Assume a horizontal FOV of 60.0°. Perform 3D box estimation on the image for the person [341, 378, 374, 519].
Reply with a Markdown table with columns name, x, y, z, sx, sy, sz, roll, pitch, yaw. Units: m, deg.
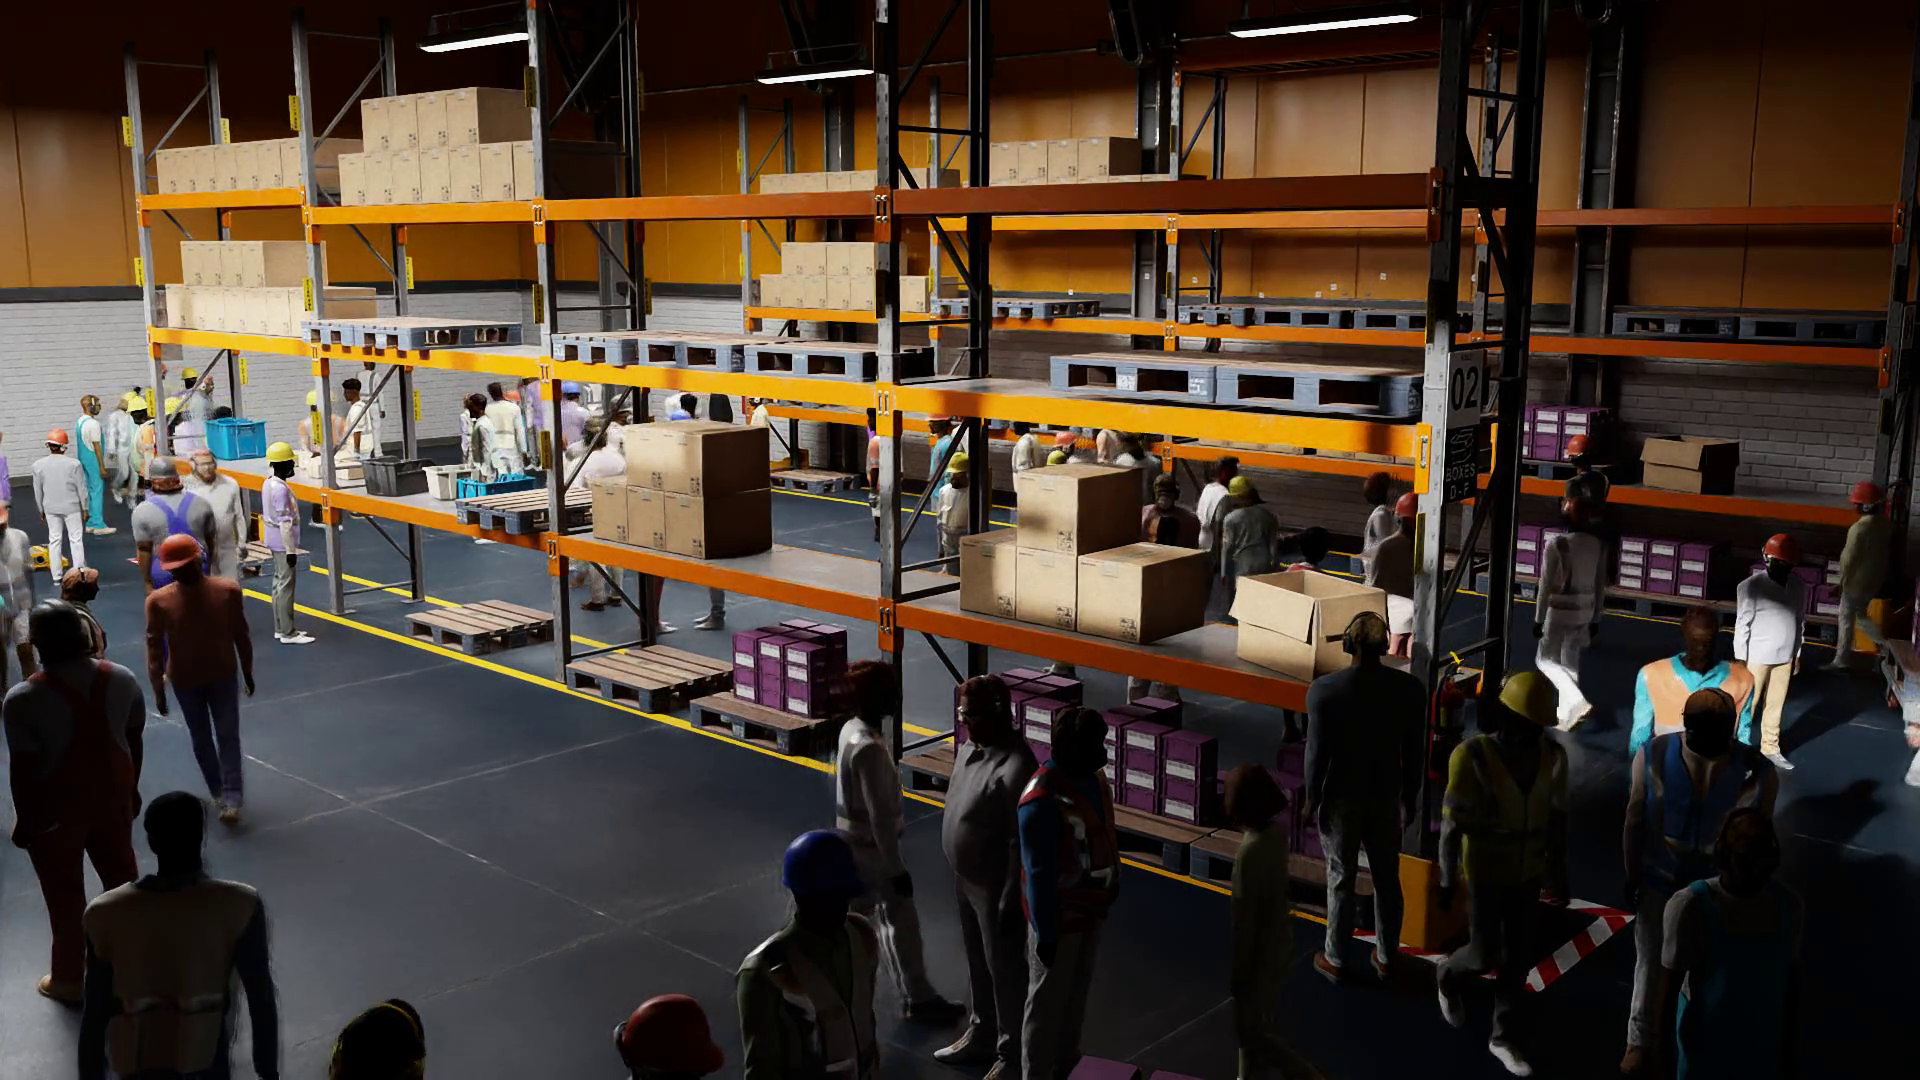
| name | x | y | z | sx | sy | sz | roll | pitch | yaw |
| --- | --- | --- | --- | --- | --- | --- | --- | --- | --- |
| person | -8.364 | -1.276 | 23.156 | 0.374 | 1.958 | 0.599 | -3 | 10 | -15 |

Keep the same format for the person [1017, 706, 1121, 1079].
| name | x | y | z | sx | sy | sz | roll | pitch | yaw |
| --- | --- | --- | --- | --- | --- | --- | --- | --- | --- |
| person | 0.477 | 1.608 | 7.201 | 0.431 | 1.835 | 0.622 | 5 | 11 | 27 |

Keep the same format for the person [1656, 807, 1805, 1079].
| name | x | y | z | sx | sy | sz | roll | pitch | yaw |
| --- | --- | --- | --- | --- | --- | --- | --- | --- | --- |
| person | 2.739 | 1.829 | 5.942 | 0.511 | 1.842 | 0.354 | -1 | 10 | -5 |

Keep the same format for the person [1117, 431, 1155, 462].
| name | x | y | z | sx | sy | sz | roll | pitch | yaw |
| --- | --- | --- | --- | --- | --- | --- | --- | --- | --- |
| person | 1.883 | -0.381 | 18.424 | 0.534 | 1.839 | 0.809 | -5 | 11 | -24 |

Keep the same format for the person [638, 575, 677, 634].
| name | x | y | z | sx | sy | sz | roll | pitch | yaw |
| --- | --- | --- | --- | --- | --- | --- | --- | --- | --- |
| person | -3.002 | -0.023 | 16.210 | 0.401 | 1.908 | 0.597 | -6 | 11 | -29 |

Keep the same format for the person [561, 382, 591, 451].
| name | x | y | z | sx | sy | sz | roll | pitch | yaw |
| --- | --- | --- | --- | --- | --- | --- | --- | --- | --- |
| person | -5.276 | -1.236 | 23.100 | 0.650 | 1.883 | 1.007 | 5 | 11 | 25 |

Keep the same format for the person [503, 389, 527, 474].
| name | x | y | z | sx | sy | sz | roll | pitch | yaw |
| --- | --- | --- | --- | --- | --- | --- | --- | --- | --- |
| person | -6.408 | -1.283 | 23.795 | 0.577 | 1.738 | 0.354 | 6 | 11 | 29 |

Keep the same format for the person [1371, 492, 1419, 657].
| name | x | y | z | sx | sy | sz | roll | pitch | yaw |
| --- | --- | --- | --- | --- | --- | --- | --- | --- | --- |
| person | 3.300 | 0.620 | 12.354 | 0.618 | 1.985 | 0.409 | -5 | 11 | -28 |

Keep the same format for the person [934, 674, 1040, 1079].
| name | x | y | z | sx | sy | sz | roll | pitch | yaw |
| --- | --- | --- | --- | --- | --- | --- | --- | --- | --- |
| person | 0.120 | 1.526 | 7.456 | 0.410 | 1.905 | 0.640 | -4 | 11 | -23 |

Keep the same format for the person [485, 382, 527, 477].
| name | x | y | z | sx | sy | sz | roll | pitch | yaw |
| --- | --- | --- | --- | --- | --- | --- | --- | --- | --- |
| person | -6.396 | -1.268 | 23.338 | 0.675 | 1.868 | 0.445 | 0 | 10 | 2 |

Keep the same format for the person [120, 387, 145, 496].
| name | x | y | z | sx | sy | sz | roll | pitch | yaw |
| --- | --- | --- | --- | --- | --- | --- | --- | --- | --- |
| person | -12.495 | -1.489 | 25.189 | 0.706 | 1.660 | 0.325 | 3 | 11 | 18 |

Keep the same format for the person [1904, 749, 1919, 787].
| name | x | y | z | sx | sy | sz | roll | pitch | yaw |
| --- | --- | --- | --- | --- | --- | --- | --- | --- | --- |
| person | 6.928 | 0.874 | 11.169 | 1.003 | 1.900 | 0.601 | 9 | 13 | 40 |

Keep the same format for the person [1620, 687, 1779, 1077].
| name | x | y | z | sx | sy | sz | roll | pitch | yaw |
| --- | --- | --- | --- | --- | --- | --- | --- | --- | --- |
| person | 3.307 | 1.552 | 7.493 | 0.621 | 1.840 | 0.430 | 5 | 11 | 24 |

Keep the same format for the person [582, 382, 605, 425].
| name | x | y | z | sx | sy | sz | roll | pitch | yaw |
| --- | --- | --- | --- | --- | --- | --- | --- | --- | --- |
| person | -6.425 | -2.181 | 29.181 | 0.312 | 1.632 | 0.519 | 6 | 12 | 31 |

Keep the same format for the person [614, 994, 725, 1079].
| name | x | y | z | sx | sy | sz | roll | pitch | yaw |
| --- | --- | --- | --- | --- | --- | --- | --- | --- | --- |
| person | -0.826 | 2.097 | 4.698 | 0.355 | 1.736 | 0.577 | -1 | 10 | -6 |

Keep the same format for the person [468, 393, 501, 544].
| name | x | y | z | sx | sy | sz | roll | pitch | yaw |
| --- | --- | --- | --- | --- | --- | --- | --- | --- | --- |
| person | -6.051 | -0.913 | 21.196 | 0.399 | 1.920 | 0.590 | -3 | 10 | -16 |

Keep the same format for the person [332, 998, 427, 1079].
| name | x | y | z | sx | sy | sz | roll | pitch | yaw |
| --- | --- | --- | --- | --- | --- | --- | --- | --- | --- |
| person | -1.608 | 2.116 | 4.384 | 0.654 | 1.813 | 0.923 | -4 | 11 | -21 |

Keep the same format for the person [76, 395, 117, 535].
| name | x | y | z | sx | sy | sz | roll | pitch | yaw |
| --- | --- | --- | --- | --- | --- | --- | --- | --- | --- |
| person | -11.376 | -0.985 | 21.831 | 0.502 | 1.840 | 0.346 | 8 | 13 | 39 |

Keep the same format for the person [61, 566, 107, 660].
| name | x | y | z | sx | sy | sz | roll | pitch | yaw |
| --- | --- | --- | --- | --- | --- | --- | --- | --- | --- |
| person | -5.916 | 0.992 | 11.246 | 0.313 | 1.634 | 0.514 | -6 | 12 | -32 |

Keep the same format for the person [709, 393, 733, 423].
| name | x | y | z | sx | sy | sz | roll | pitch | yaw |
| --- | --- | --- | --- | --- | --- | --- | --- | --- | --- |
| person | -3.607 | -1.674 | 25.288 | 0.395 | 1.992 | 0.622 | -1 | 10 | -7 |

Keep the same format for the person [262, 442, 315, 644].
| name | x | y | z | sx | sy | sz | roll | pitch | yaw |
| --- | --- | --- | --- | --- | --- | --- | --- | --- | --- |
| person | -6.424 | 0.029 | 15.836 | 0.356 | 1.930 | 0.592 | -6 | 12 | -31 |

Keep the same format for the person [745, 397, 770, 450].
| name | x | y | z | sx | sy | sz | roll | pitch | yaw |
| --- | --- | --- | --- | --- | --- | --- | --- | --- | --- |
| person | -2.953 | -1.380 | 24.353 | 0.351 | 1.738 | 0.575 | -2 | 10 | -11 |

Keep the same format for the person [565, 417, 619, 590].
| name | x | y | z | sx | sy | sz | roll | pitch | yaw |
| --- | --- | --- | --- | --- | --- | --- | --- | --- | --- |
| person | -4.058 | -0.379 | 18.202 | 0.649 | 1.924 | 0.583 | 1 | 10 | 8 |

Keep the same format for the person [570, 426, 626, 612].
| name | x | y | z | sx | sy | sz | roll | pitch | yaw |
| --- | --- | --- | --- | --- | --- | --- | --- | --- | --- |
| person | -3.740 | -0.216 | 17.282 | 0.680 | 1.916 | 0.422 | -10 | 14 | -43 |

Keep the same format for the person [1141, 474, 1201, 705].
| name | x | y | z | sx | sy | sz | roll | pitch | yaw |
| --- | --- | --- | --- | --- | --- | --- | --- | --- | --- |
| person | 1.661 | 0.409 | 13.690 | 0.628 | 1.933 | 0.377 | 0 | 10 | -2 |

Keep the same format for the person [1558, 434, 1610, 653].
| name | x | y | z | sx | sy | sz | roll | pitch | yaw |
| --- | --- | --- | --- | --- | --- | --- | --- | --- | --- |
| person | 5.768 | 0.034 | 15.500 | 0.609 | 2.040 | 0.394 | -9 | 13 | -40 |

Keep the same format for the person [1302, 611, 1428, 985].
| name | x | y | z | sx | sy | sz | roll | pitch | yaw |
| --- | --- | --- | --- | --- | --- | --- | --- | --- | --- |
| person | 2.058 | 1.319 | 8.523 | 0.632 | 1.938 | 0.359 | -1 | 10 | -5 |

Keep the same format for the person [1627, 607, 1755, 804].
| name | x | y | z | sx | sy | sz | roll | pitch | yaw |
| --- | --- | --- | --- | --- | --- | --- | --- | --- | --- |
| person | 3.907 | 1.275 | 8.942 | 0.628 | 1.914 | 0.582 | 2 | 10 | 11 |

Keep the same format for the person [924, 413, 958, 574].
| name | x | y | z | sx | sy | sz | roll | pitch | yaw |
| --- | --- | --- | --- | --- | --- | --- | --- | --- | --- |
| person | -0.202 | -0.499 | 18.504 | 0.395 | 2.042 | 0.611 | -1 | 10 | -4 |

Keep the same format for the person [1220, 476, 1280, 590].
| name | x | y | z | sx | sy | sz | roll | pitch | yaw |
| --- | --- | --- | --- | --- | --- | --- | --- | --- | --- |
| person | 2.630 | 0.270 | 15.105 | 0.526 | 1.697 | 0.474 | -3 | 10 | -15 |

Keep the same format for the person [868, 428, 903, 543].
| name | x | y | z | sx | sy | sz | roll | pitch | yaw |
| --- | --- | --- | --- | --- | --- | --- | --- | --- | --- |
| person | -0.911 | -0.913 | 21.186 | 0.393 | 1.927 | 0.549 | 8 | 13 | 40 |

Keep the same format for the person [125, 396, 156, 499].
| name | x | y | z | sx | sy | sz | roll | pitch | yaw |
| --- | --- | --- | --- | --- | --- | --- | --- | --- | --- |
| person | -10.192 | -0.849 | 20.868 | 0.396 | 1.913 | 0.591 | -5 | 11 | -26 |

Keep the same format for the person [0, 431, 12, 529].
| name | x | y | z | sx | sy | sz | roll | pitch | yaw |
| --- | --- | --- | --- | --- | --- | --- | --- | --- | --- |
| person | -11.416 | -0.494 | 19.648 | 0.523 | 1.631 | 0.313 | 4 | 11 | 21 |
